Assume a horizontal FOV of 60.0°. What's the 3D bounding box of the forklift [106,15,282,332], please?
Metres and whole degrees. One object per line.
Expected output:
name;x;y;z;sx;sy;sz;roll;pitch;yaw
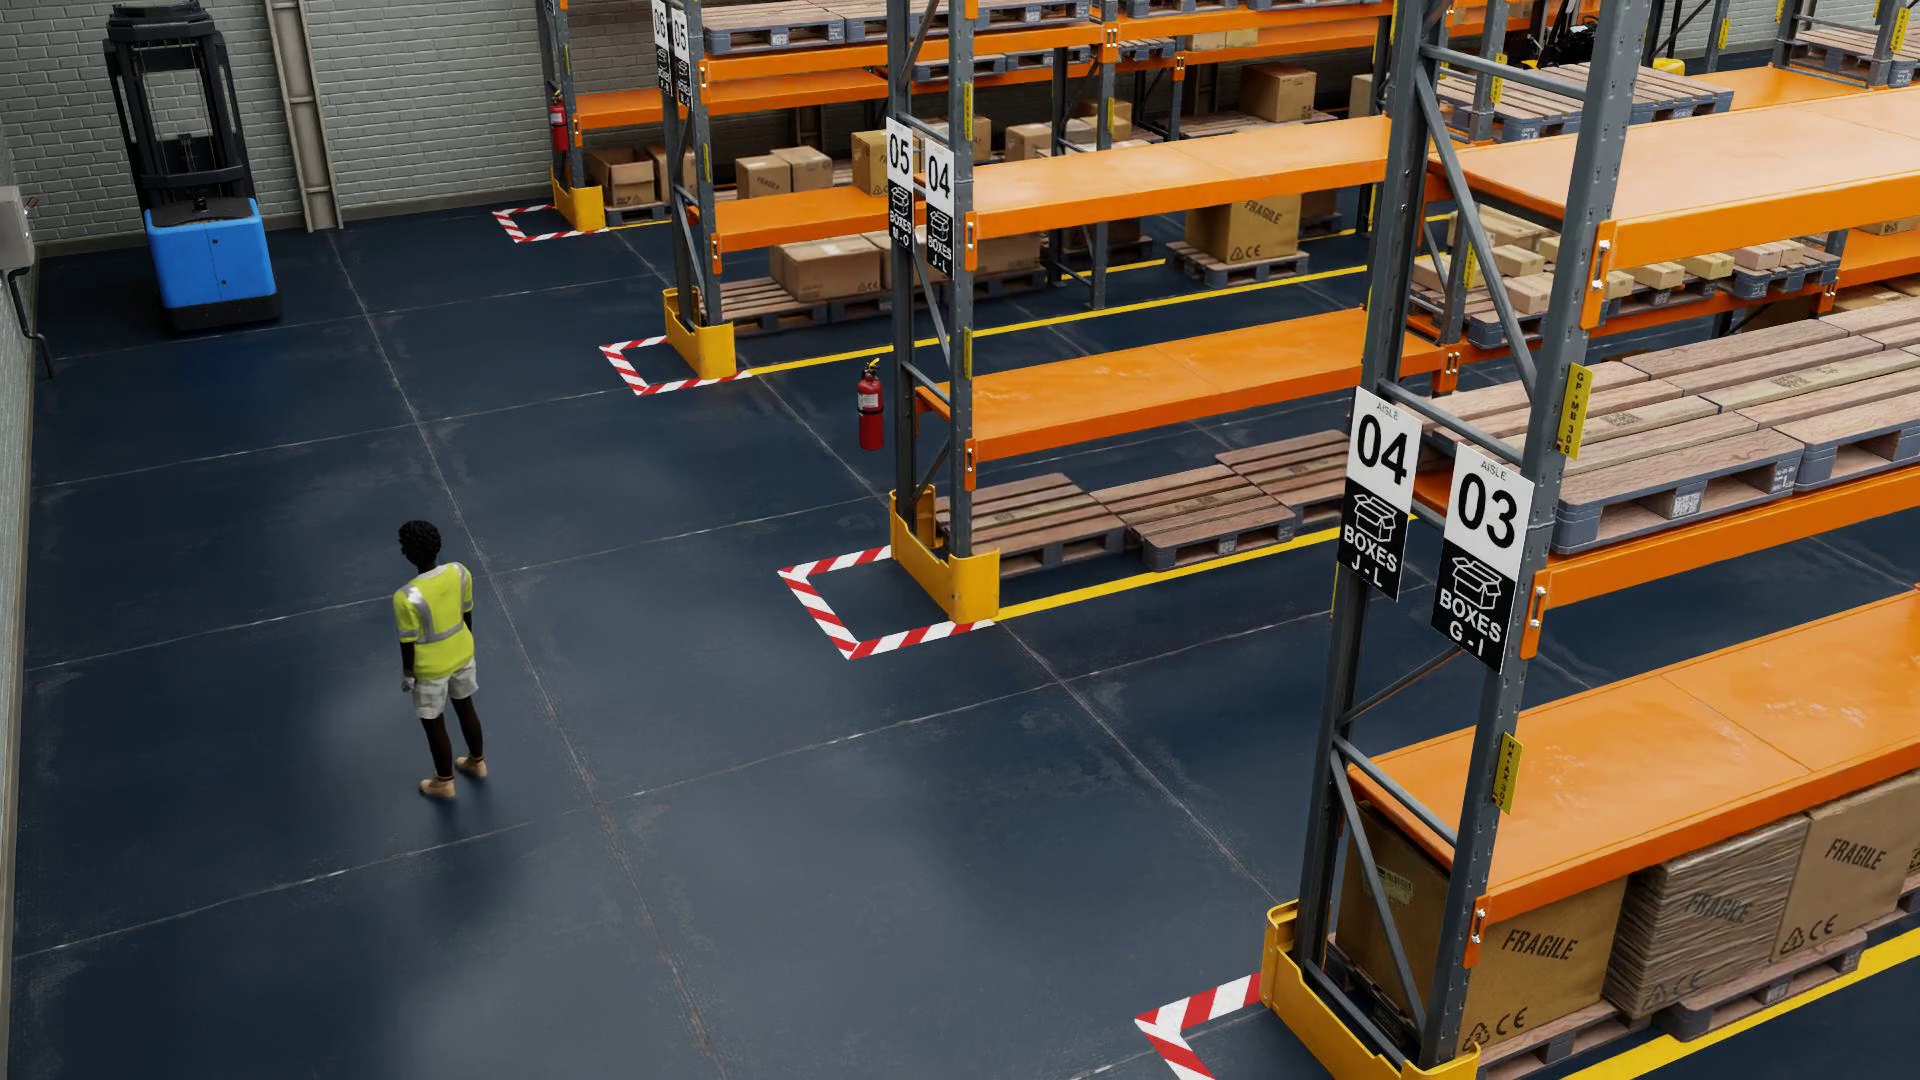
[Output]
forklift;-7.548;-3.672;16.323;1.129;2.768;1.873;-12;30;-22

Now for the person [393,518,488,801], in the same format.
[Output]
person;-2.895;0.665;9.286;0.319;1.685;0.540;14;31;25

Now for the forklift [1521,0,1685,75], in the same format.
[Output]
forklift;8.950;-6.807;23.056;1.214;2.155;2.313;-12;30;-22
